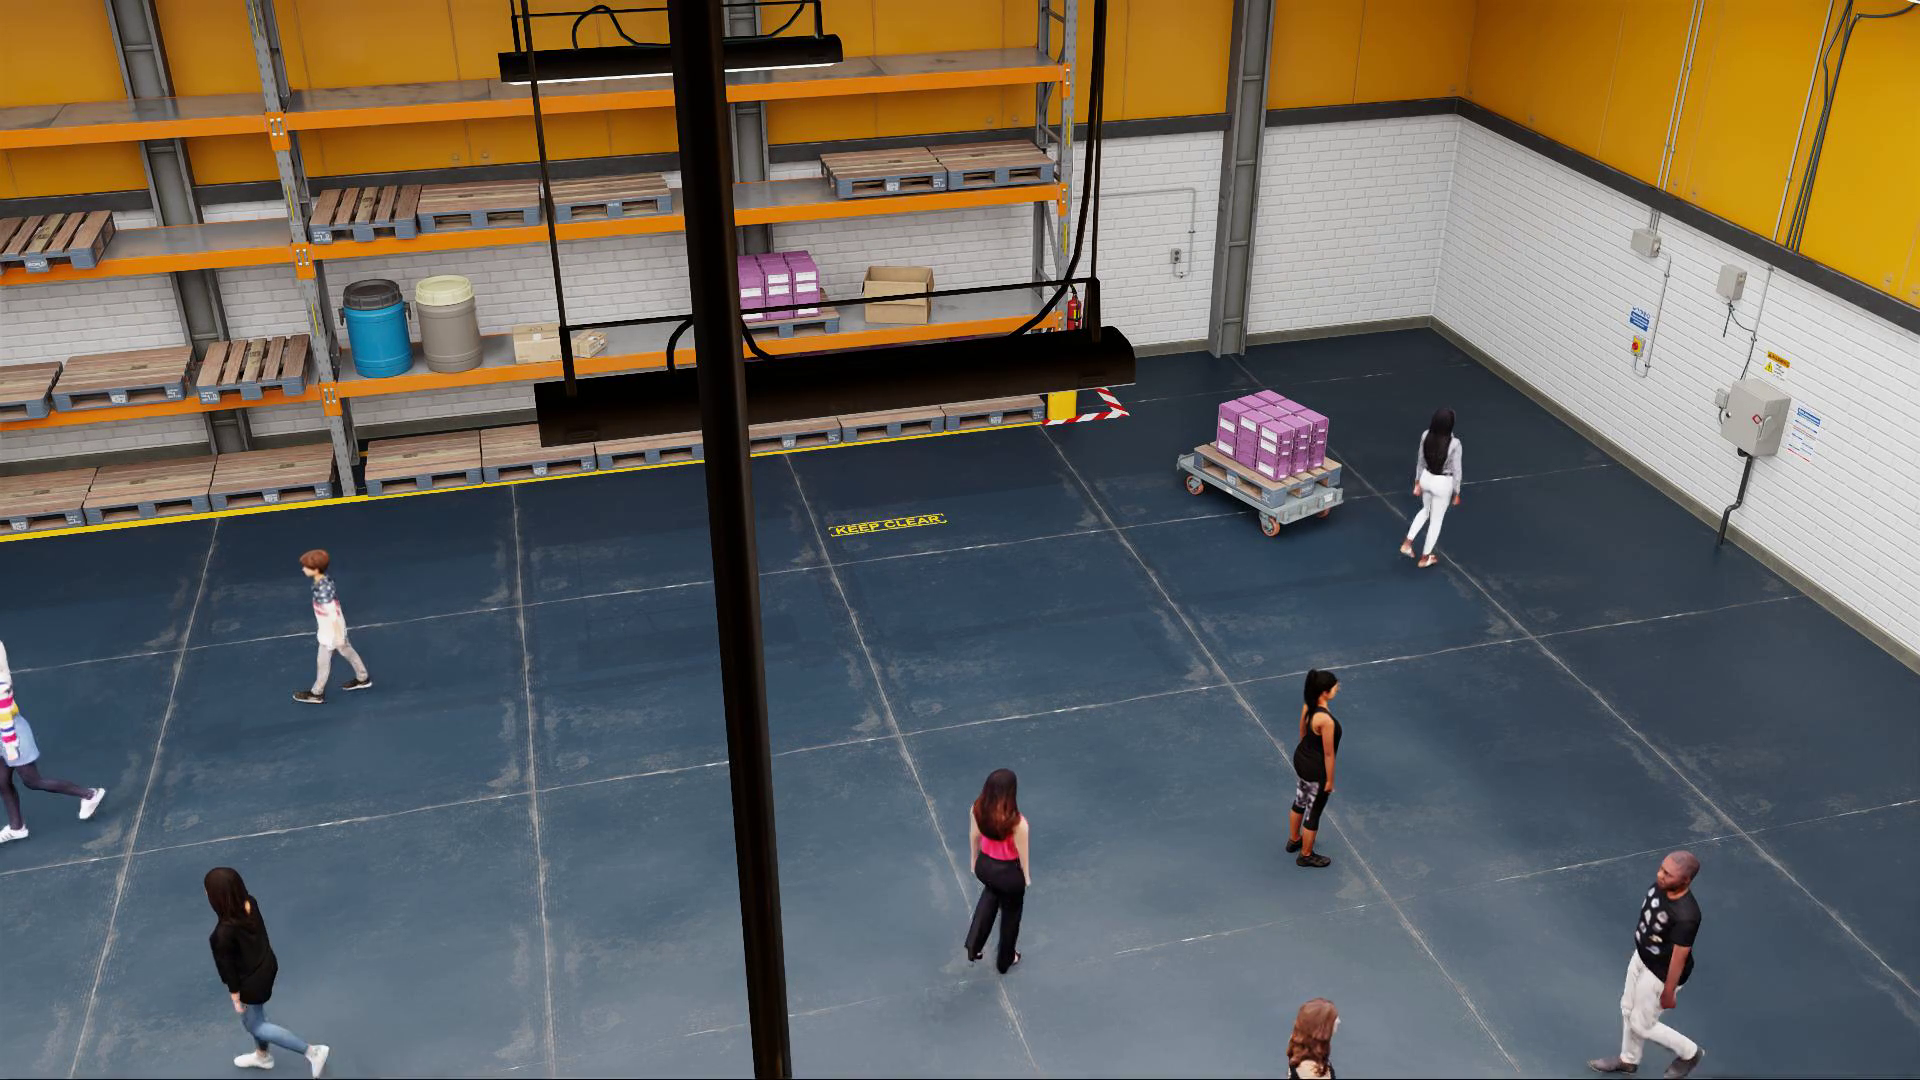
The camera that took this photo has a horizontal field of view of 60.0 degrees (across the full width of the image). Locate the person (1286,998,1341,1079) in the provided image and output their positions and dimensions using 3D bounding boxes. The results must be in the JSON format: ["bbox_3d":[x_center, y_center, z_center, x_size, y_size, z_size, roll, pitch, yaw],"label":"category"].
[{"bbox_3d":[1.797,3.244,9.235,0.874,1.731,0.586,-7,29,-12],"label":"person"}]

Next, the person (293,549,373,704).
[{"bbox_3d":[-5.299,0.714,14.206,0.859,1.414,0.554,-10,30,-17],"label":"person"}]

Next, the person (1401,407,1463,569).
[{"bbox_3d":[4.553,-0.478,16.079,0.794,1.713,0.721,-19,34,-31],"label":"person"}]

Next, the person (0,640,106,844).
[{"bbox_3d":[-6.998,1.460,12.453,1.167,1.782,0.895,-18,34,-30],"label":"person"}]

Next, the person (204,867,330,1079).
[{"bbox_3d":[-4.332,2.712,10.318,1.013,1.628,0.774,3,29,5],"label":"person"}]

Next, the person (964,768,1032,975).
[{"bbox_3d":[0.233,2.264,11.119,0.763,1.648,0.828,20,34,32],"label":"person"}]

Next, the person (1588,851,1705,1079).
[{"bbox_3d":[4.395,2.647,10.268,0.963,1.789,0.793,1,29,2],"label":"person"}]

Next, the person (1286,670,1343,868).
[{"bbox_3d":[2.600,1.653,12.220,0.494,1.666,0.570,-8,30,-14],"label":"person"}]
